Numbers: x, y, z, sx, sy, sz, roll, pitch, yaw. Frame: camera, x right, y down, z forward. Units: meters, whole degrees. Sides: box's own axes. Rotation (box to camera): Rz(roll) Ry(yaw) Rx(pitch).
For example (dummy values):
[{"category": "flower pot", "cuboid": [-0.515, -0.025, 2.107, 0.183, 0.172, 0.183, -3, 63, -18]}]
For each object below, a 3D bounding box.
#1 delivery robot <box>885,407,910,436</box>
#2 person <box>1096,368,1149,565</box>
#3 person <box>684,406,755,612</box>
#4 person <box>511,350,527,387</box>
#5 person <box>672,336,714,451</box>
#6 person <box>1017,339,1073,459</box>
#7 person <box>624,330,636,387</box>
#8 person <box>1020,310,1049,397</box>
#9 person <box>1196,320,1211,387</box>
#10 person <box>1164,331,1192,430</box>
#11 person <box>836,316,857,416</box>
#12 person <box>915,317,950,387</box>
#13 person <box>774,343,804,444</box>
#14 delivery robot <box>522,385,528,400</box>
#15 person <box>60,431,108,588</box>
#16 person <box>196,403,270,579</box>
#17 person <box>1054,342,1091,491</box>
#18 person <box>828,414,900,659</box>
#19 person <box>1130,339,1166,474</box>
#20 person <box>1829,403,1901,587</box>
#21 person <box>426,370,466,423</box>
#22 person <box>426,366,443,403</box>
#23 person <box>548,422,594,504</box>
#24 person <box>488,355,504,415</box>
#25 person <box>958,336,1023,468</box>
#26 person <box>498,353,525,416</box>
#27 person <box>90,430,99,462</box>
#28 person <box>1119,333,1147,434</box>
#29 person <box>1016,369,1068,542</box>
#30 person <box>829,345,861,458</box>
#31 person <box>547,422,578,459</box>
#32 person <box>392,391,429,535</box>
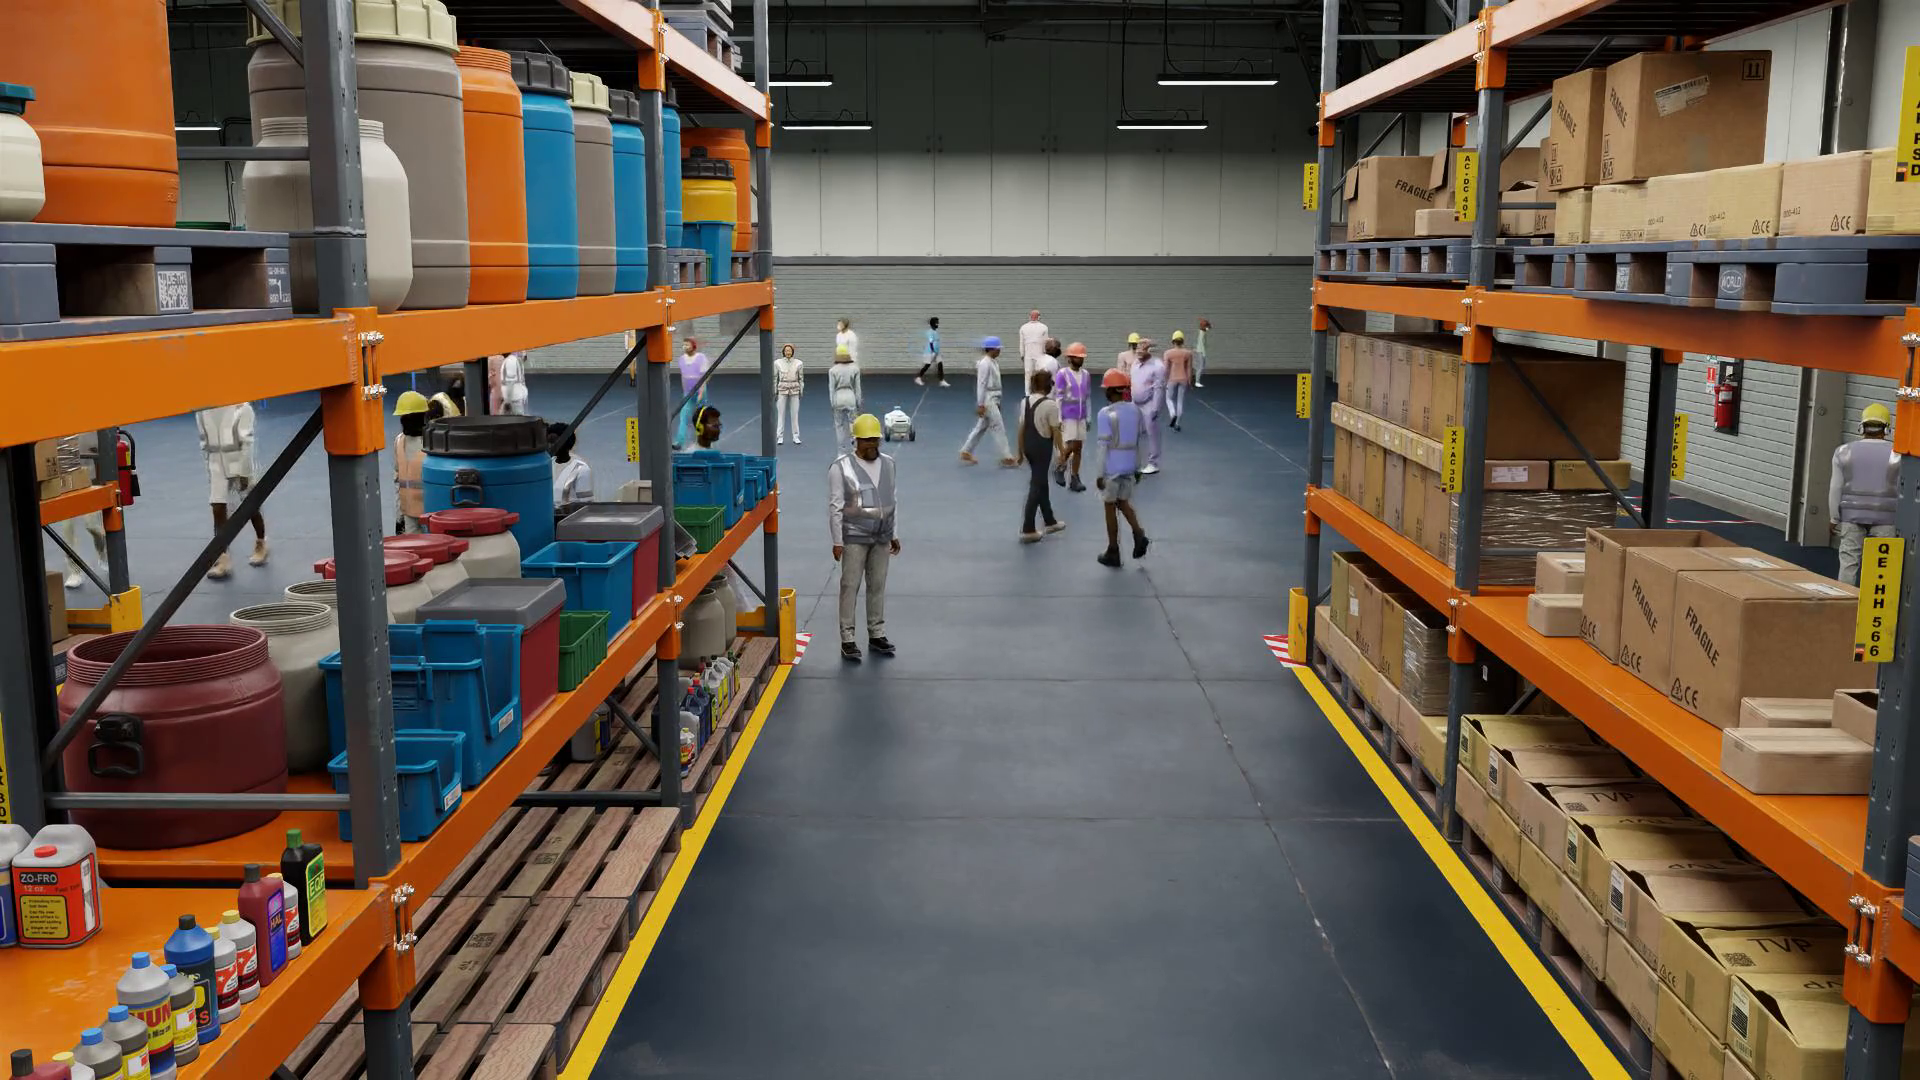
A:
[{"category": "delivery robot", "cuboid": [-1.044, -1.990, 27.842, 0.477, 0.478, 0.707, -2, 9, -10]}, {"category": "person", "cuboid": [1.557, -0.707, 16.202, 0.555, 1.925, 0.500, -7, 12, -35]}, {"category": "person", "cuboid": [-1.955, -0.143, 13.160, 0.975, 1.817, 0.571, 3, 10, 16]}, {"category": "person", "cuboid": [-9.919, -4.130, 36.824, 0.636, 1.893, 0.449, 1, 10, 6]}, {"category": "person", "cuboid": [-4.218, -2.312, 26.245, 0.570, 1.789, 0.972, 4, 10, 24]}, {"category": "person", "cuboid": [1.304, -2.137, 25.124, 0.844, 1.819, 0.627, -2, 10, -11]}, {"category": "person", "cuboid": [-7.738, -4.642, 39.763, 0.553, 1.934, 0.363, -2, 10, -12]}, {"category": "person", "cuboid": [1.639, -4.065, 36.398, 0.652, 1.906, 0.403, 2, 10, 13]}, {"category": "person", "cuboid": [5.805, -4.460, 39.686, 0.357, 1.596, 0.656, 2, 10, 11]}, {"category": "person", "cuboid": [3.846, -2.815, 29.374, 0.530, 1.754, 0.431, -1, 9, -4]}, {"category": "person", "cuboid": [-2.185, -3.377, 32.245, 0.538, 1.924, 0.629, -6, 11, -33]}, {"category": "person", "cuboid": [-0.681, -4.497, 39.732, 0.862, 1.663, 0.534, 4, 10, 21]}, {"category": "person", "cuboid": [-2.802, -2.387, 27.141, 0.514, 1.641, 0.307, -2, 10, -15]}, {"category": "delivery robot", "cuboid": [-9.132, -3.050, 34.201, 0.477, 0.478, 0.707, -5, 11, -28]}, {"category": "person", "cuboid": [-8.156, -0.525, 15.367, 0.536, 1.852, 0.704, -2, 10, -10]}, {"category": "person", "cuboid": [-6.979, -0.685, 15.933, 0.605, 1.987, 1.057, 1, 9, 4]}, {"category": "person", "cuboid": [1.482, -1.603, 21.580, 0.563, 1.927, 0.422, -7, 12, -35]}, {"category": "person", "cuboid": [-0.699, -0.038, 12.494, 0.599, 1.830, 0.404, -7, 12, -36]}, {"category": "person", "cuboid": [2.560, -1.860, 23.232, 0.588, 1.888, 0.648, -9, 13, -42]}, {"category": "person", "cuboid": [7.313, -0.184, 13.380, 0.588, 1.830, 0.403, 7, 12, 34]}, {"category": "person", "cuboid": [-5.451, -0.912, 17.840, 0.433, 1.801, 0.700, 4, 10, 24]}, {"category": "person", "cuboid": [-10.927, -3.770, 34.408, 0.422, 1.999, 0.628, 1, 10, 7]}, {"category": "person", "cuboid": [-3.140, -0.090, 13.212, 0.532, 1.697, 0.319, 5, 11, 27]}, {"category": "person", "cuboid": [-7.140, -2.300, 25.924, 0.567, 1.882, 0.657, -3, 10, -16]}, {"category": "person", "cuboid": [0.409, -2.021, 24.176, 0.979, 1.904, 0.619, 2, 10, 12]}, {"category": "person", "cuboid": [-6.787, -2.182, 25.223, 1.022, 1.879, 0.557, -4, 10, -22]}, {"category": "person", "cuboid": [-11.419, -1.521, 22.012, 0.688, 1.614, 0.526, 7, 12, 35]}, {"category": "person", "cuboid": [2.997, -2.672, 28.588, 0.538, 1.731, 0.866, -1, 10, -6]}, {"category": "person", "cuboid": [0.949, -0.916, 17.795, 0.837, 1.814, 0.547, -8, 12, -39]}, {"category": "person", "cuboid": [-1.719, -2.071, 25.023, 0.483, 1.725, 0.536, -3, 10, -15]}, {"category": "person", "cuboid": [-3.352, -0.205, 14.149, 0.669, 1.611, 0.504, 4, 10, 22]}, {"category": "person", "cuboid": [-4.340, -0.236, 13.430, 0.628, 1.921, 0.397, 5, 11, 29]}]
